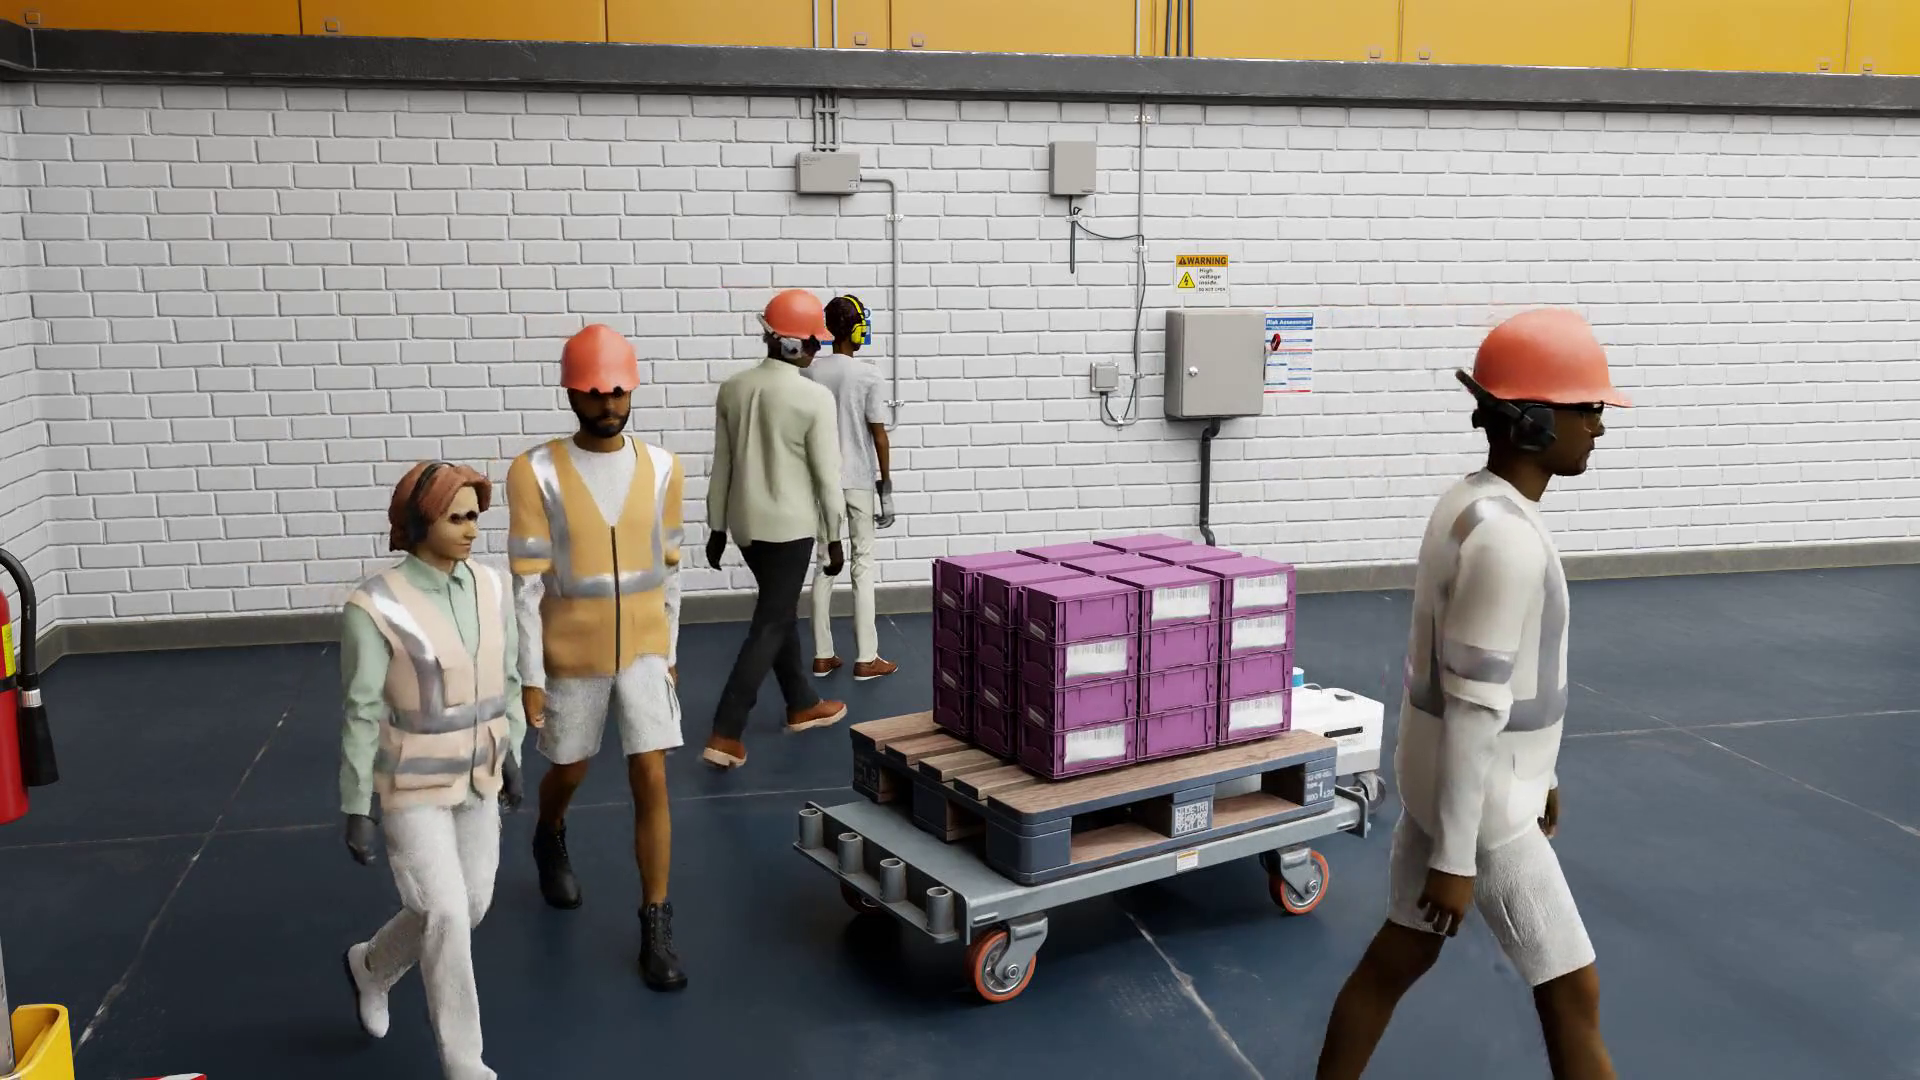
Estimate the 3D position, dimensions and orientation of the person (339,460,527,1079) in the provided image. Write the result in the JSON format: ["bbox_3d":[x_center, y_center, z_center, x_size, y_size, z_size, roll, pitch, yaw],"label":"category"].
[{"bbox_3d":[-1.341,0.597,4.104,0.688,1.618,0.520,6,12,28],"label":"person"}]

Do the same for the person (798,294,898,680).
[{"bbox_3d":[-0.552,-0.250,8.088,0.532,1.871,0.321,4,11,23],"label":"person"}]

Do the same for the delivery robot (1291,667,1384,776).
[{"bbox_3d":[1.212,0.712,6.143,0.707,0.478,0.477,-5,11,-27],"label":"delivery robot"}]

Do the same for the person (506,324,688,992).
[{"bbox_3d":[-1.083,0.299,4.979,0.545,1.907,0.950,-5,12,-28],"label":"person"}]

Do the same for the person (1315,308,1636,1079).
[{"bbox_3d":[1.195,0.524,3.471,1.060,1.984,0.632,2,10,10],"label":"person"}]

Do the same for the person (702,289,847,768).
[{"bbox_3d":[-0.778,-0.054,6.846,0.634,1.940,0.982,7,13,35],"label":"person"}]
